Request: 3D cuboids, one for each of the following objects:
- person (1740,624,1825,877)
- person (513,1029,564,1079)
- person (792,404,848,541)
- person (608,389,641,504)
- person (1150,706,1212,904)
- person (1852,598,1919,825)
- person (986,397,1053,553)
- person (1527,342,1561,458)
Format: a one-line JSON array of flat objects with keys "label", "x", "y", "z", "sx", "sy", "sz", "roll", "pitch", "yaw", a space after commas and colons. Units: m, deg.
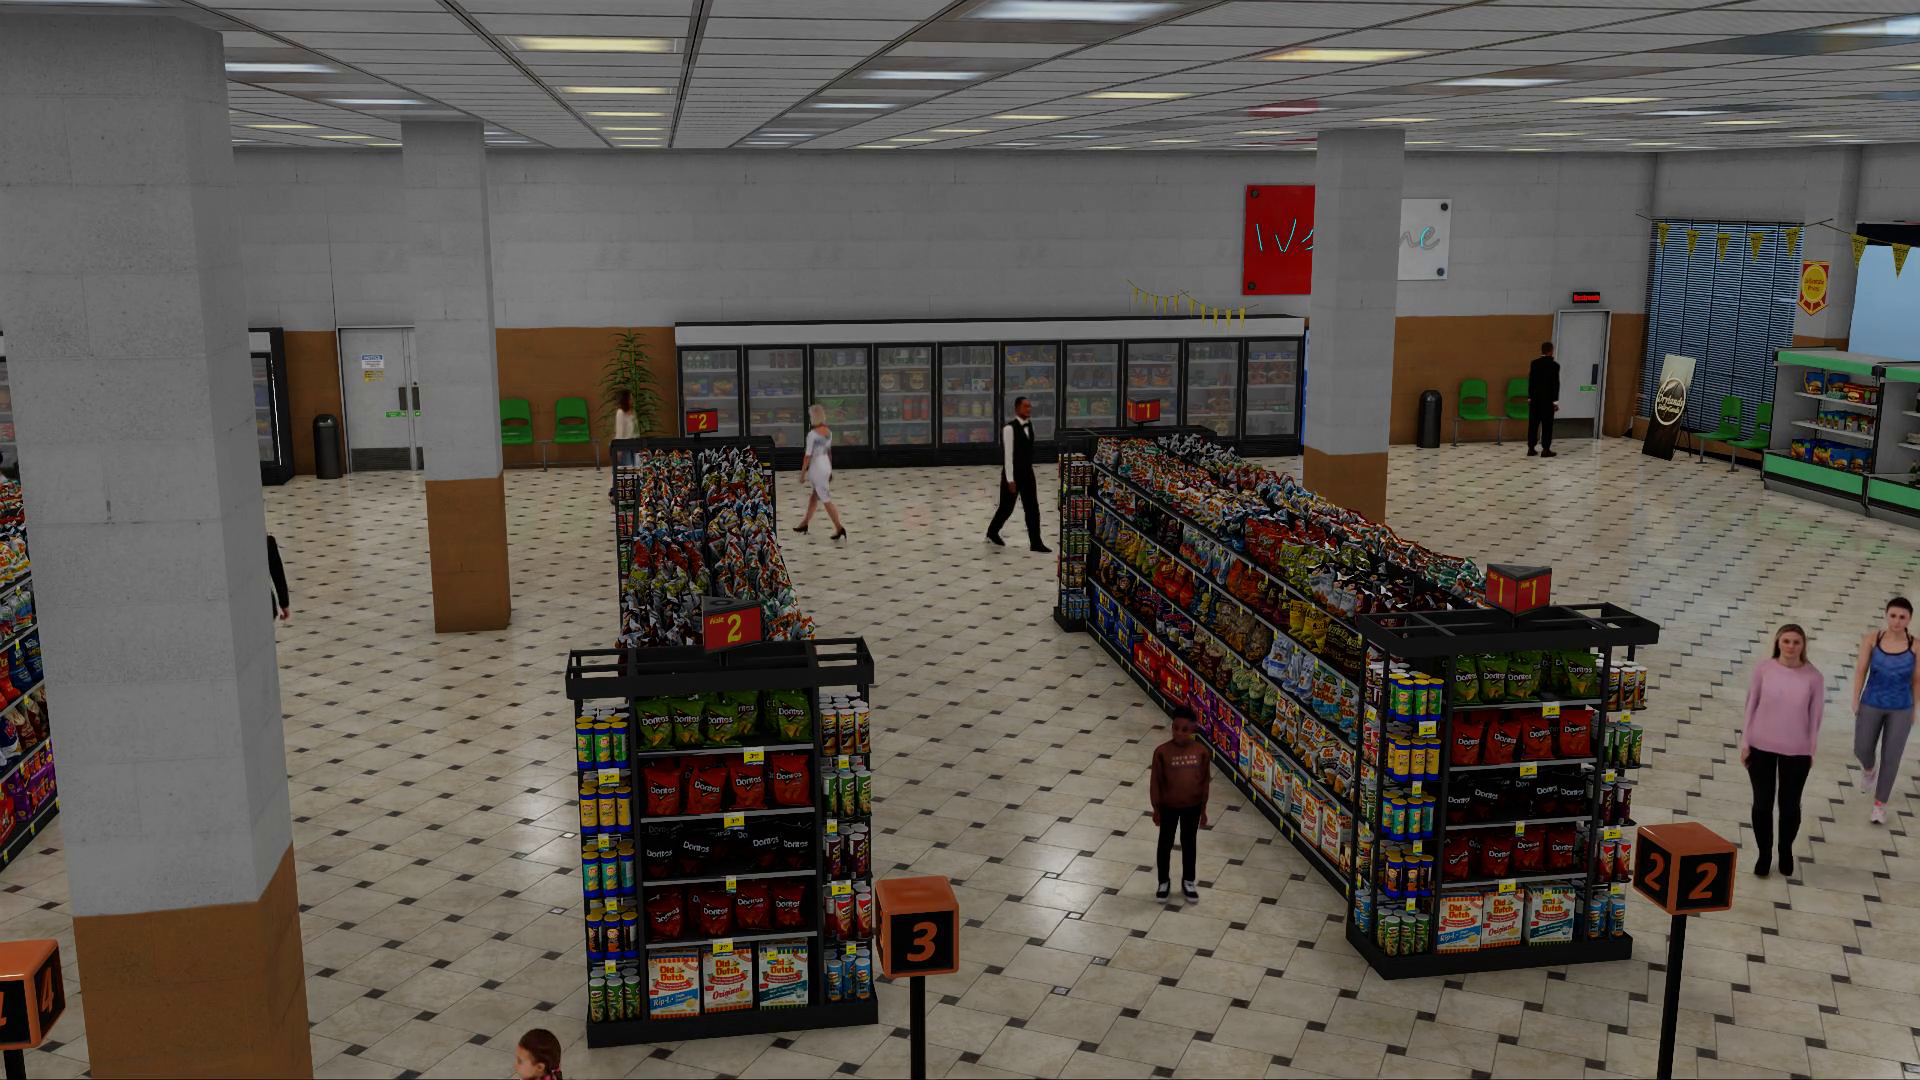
[{"label": "person", "x": 5.293, "y": 1.338, "z": 10.744, "sx": 0.714, "sy": 1.675, "sz": 0.769, "roll": 7, "pitch": 14, "yaw": 31}, {"label": "person", "x": -1.668, "y": 2.497, "z": 6.846, "sx": 0.544, "sy": 1.013, "sz": 0.500, "roll": -5, "pitch": 13, "yaw": -23}, {"label": "person", "x": -1.692, "y": -0.804, "z": 20.857, "sx": 1.097, "sy": 1.700, "sz": 1.079, "roll": 7, "pitch": 14, "yaw": 30}, {"label": "person", "x": -4.702, "y": -1.286, "z": 23.252, "sx": 0.880, "sy": 1.655, "sz": 0.840, "roll": 2, "pitch": 12, "yaw": 11}, {"label": "person", "x": 1.377, "y": 1.634, "z": 10.360, "sx": 0.550, "sy": 1.253, "sz": 0.508, "roll": 0, "pitch": 12, "yaw": -1}, {"label": "person", "x": 6.531, "y": 1.172, "z": 11.717, "sx": 0.862, "sy": 1.599, "sz": 0.935, "roll": 7, "pitch": 14, "yaw": 31}, {"label": "person", "x": 0.635, "y": -0.787, "z": 20.368, "sx": 1.184, "sy": 1.867, "sz": 1.381, "roll": -11, "pitch": 16, "yaw": -43}, {"label": "person", "x": 9.701, "y": -2.342, "z": 27.665, "sx": 0.852, "sy": 1.904, "sz": 0.745, "roll": -11, "pitch": 16, "yaw": -42}]
